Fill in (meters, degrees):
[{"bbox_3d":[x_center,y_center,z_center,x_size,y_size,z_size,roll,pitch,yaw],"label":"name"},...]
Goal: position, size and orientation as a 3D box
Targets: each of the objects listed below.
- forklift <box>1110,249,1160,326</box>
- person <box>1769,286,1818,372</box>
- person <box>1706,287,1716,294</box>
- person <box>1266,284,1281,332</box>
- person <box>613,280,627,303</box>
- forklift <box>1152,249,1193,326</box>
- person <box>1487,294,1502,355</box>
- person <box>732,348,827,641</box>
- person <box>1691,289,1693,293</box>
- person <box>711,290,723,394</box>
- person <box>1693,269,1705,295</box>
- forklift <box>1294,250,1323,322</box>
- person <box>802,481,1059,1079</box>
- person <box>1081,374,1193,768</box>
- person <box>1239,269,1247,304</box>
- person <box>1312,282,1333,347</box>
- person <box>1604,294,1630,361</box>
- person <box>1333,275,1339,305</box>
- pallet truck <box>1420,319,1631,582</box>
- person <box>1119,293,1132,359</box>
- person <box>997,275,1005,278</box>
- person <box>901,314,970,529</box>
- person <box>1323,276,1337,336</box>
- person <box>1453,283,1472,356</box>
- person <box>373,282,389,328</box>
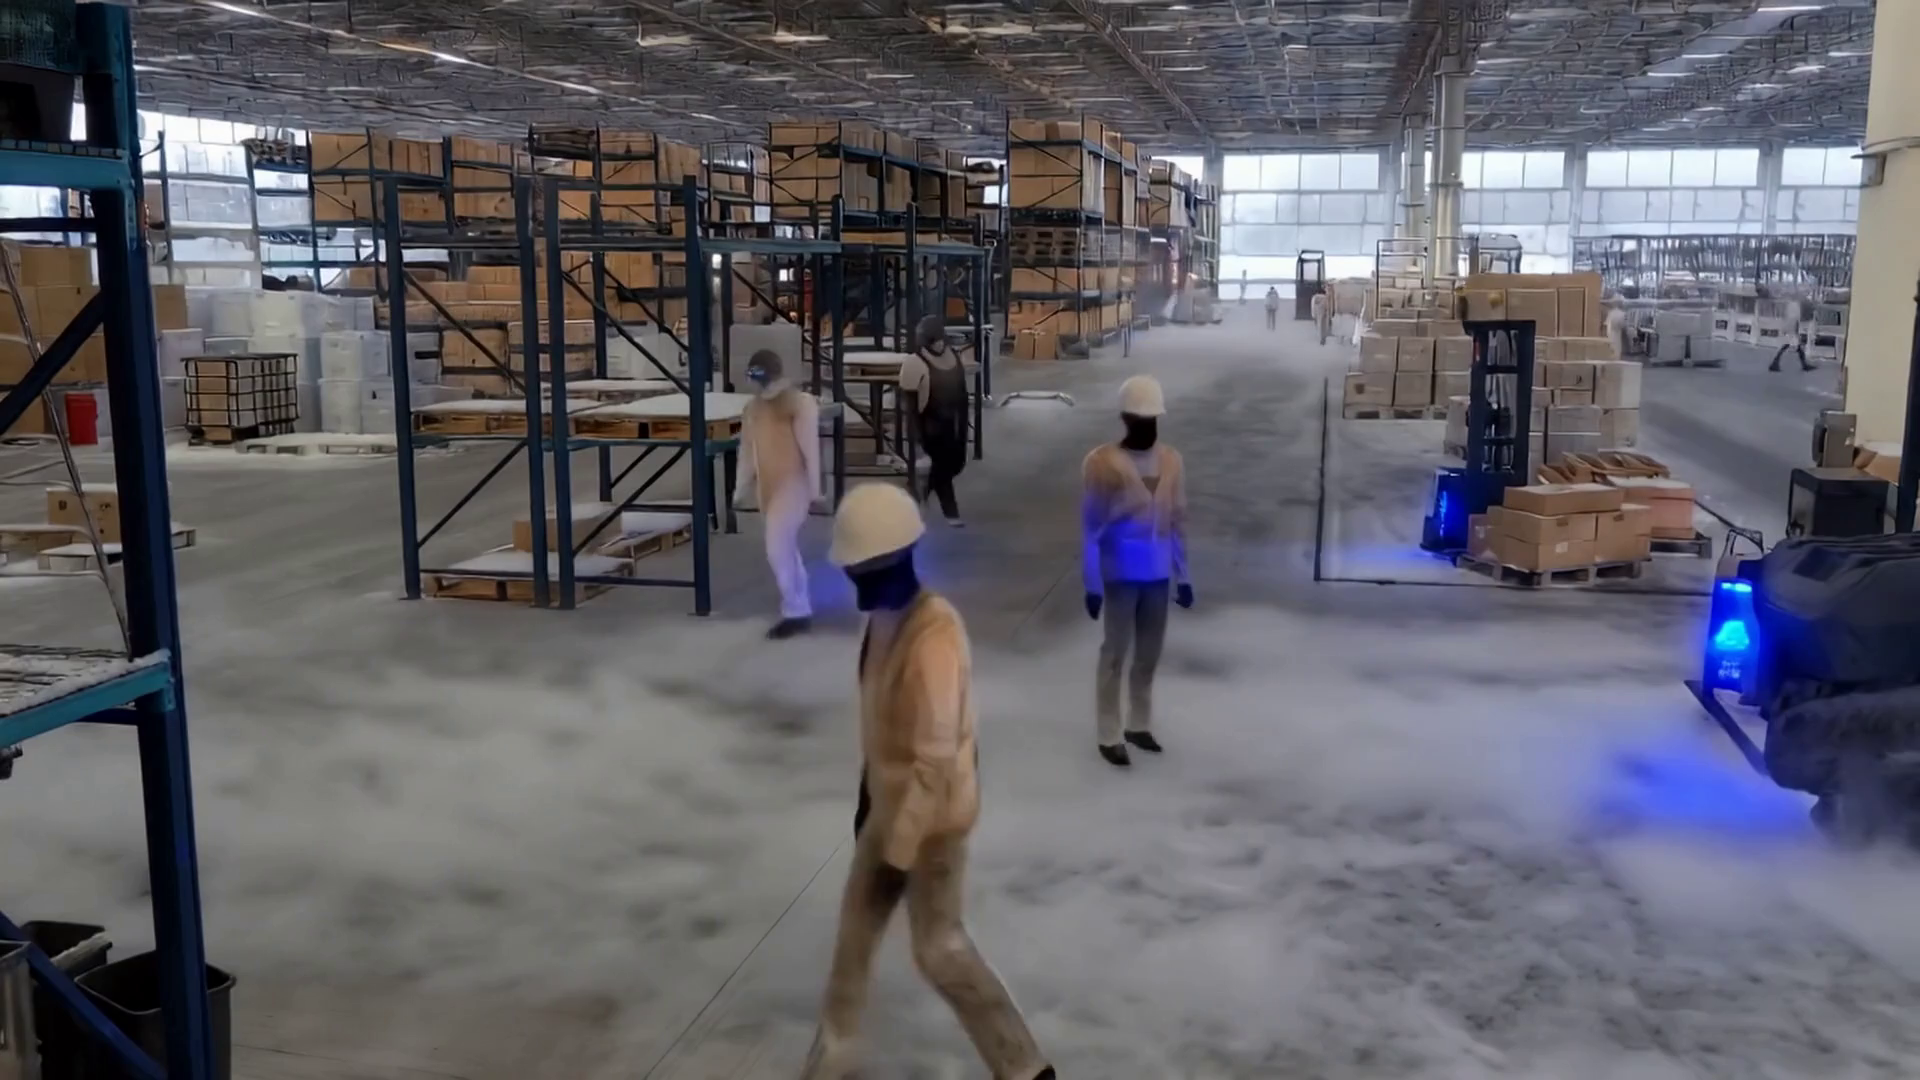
[{"bbox_3d":[6.492,-9.277,61.143,1.873,2.768,1.129,2,10,12],"label":"forklift"},{"bbox_3d":[18.364,-4.632,36.568,1.019,1.882,0.565,2,10,14],"label":"person"},{"bbox_3d":[38.137,-12.686,84.480,0.591,1.810,0.811,1,10,4],"label":"person"},{"bbox_3d":[10.710,-7.927,56.893,0.501,1.623,0.368,1,10,8],"label":"person"},{"bbox_3d":[-8.205,-5.283,40.166,0.476,1.970,0.637,-4,11,-24],"label":"person"},{"bbox_3d":[7.646,-9.320,61.395,1.873,2.768,1.129,2,10,11],"label":"forklift"},{"bbox_3d":[11.244,-4.253,34.726,0.557,1.757,0.530,3,10,19],"label":"person"},{"bbox_3d":[-1.211,-0.297,10.846,0.642,1.903,0.694,9,13,42],"label":"person"},{"bbox_3d":[35.835,-12.129,81.184,0.722,1.814,0.595,3,10,18],"label":"person"},{"bbox_3d":[-4.581,-3.645,30.659,0.843,1.909,0.630,9,13,42],"label":"person"},{"bbox_3d":[35.465,-11.987,79.806,0.611,1.996,0.379,0,10,-2],"label":"person"},{"bbox_3d":[13.778,-10.002,65.433,1.129,2.768,1.873,2,10,12],"label":"forklift"},{"bbox_3d":[-0.126,0.758,4.679,0.797,1.896,0.599,-4,10,-22],"label":"person"},{"bbox_3d":[0.868,0.148,8.192,0.593,1.935,0.404,-5,11,-29],"label":"person"},{"bbox_3d":[15.632,-13.970,91.733,0.417,1.937,0.606,-4,10,-23],"label":"person"},{"bbox_3d":[10.323,-6.423,47.384,0.605,1.819,0.612,1,10,3],"label":"person"},{"bbox_3d":[12.258,-3.686,31.172,0.977,1.831,0.528,-1,10,-8],"label":"person"},{"bbox_3d":[16.823,-11.054,74.992,0.401,1.746,0.566,-6,11,-30],"label":"person"},{"bbox_3d":[4.543,-0.757,13.299,0.823,1.965,1.885,-4,10,-22],"label":"pallet truck"},{"bbox_3d":[4.132,-5.327,41.414,0.315,1.641,0.515,1,10,6],"label":"person"},{"bbox_3d":[2.324,-13.992,92.169,0.640,1.828,0.434,-3,10,-17],"label":"person"},{"bbox_3d":[-0.241,-1.137,15.421,0.707,2.000,0.761,-9,13,-41],"label":"person"},{"bbox_3d":[11.946,-7.531,53.634,0.411,1.924,0.544,8,12,39],"label":"person"},{"bbox_3d":[11.544,-4.938,38.287,0.464,1.918,0.561,4,10,23],"label":"person"},{"bbox_3d":[-14.502,-5.563,42.024,0.587,1.911,0.397,-5,11,-27],"label":"person"}]
